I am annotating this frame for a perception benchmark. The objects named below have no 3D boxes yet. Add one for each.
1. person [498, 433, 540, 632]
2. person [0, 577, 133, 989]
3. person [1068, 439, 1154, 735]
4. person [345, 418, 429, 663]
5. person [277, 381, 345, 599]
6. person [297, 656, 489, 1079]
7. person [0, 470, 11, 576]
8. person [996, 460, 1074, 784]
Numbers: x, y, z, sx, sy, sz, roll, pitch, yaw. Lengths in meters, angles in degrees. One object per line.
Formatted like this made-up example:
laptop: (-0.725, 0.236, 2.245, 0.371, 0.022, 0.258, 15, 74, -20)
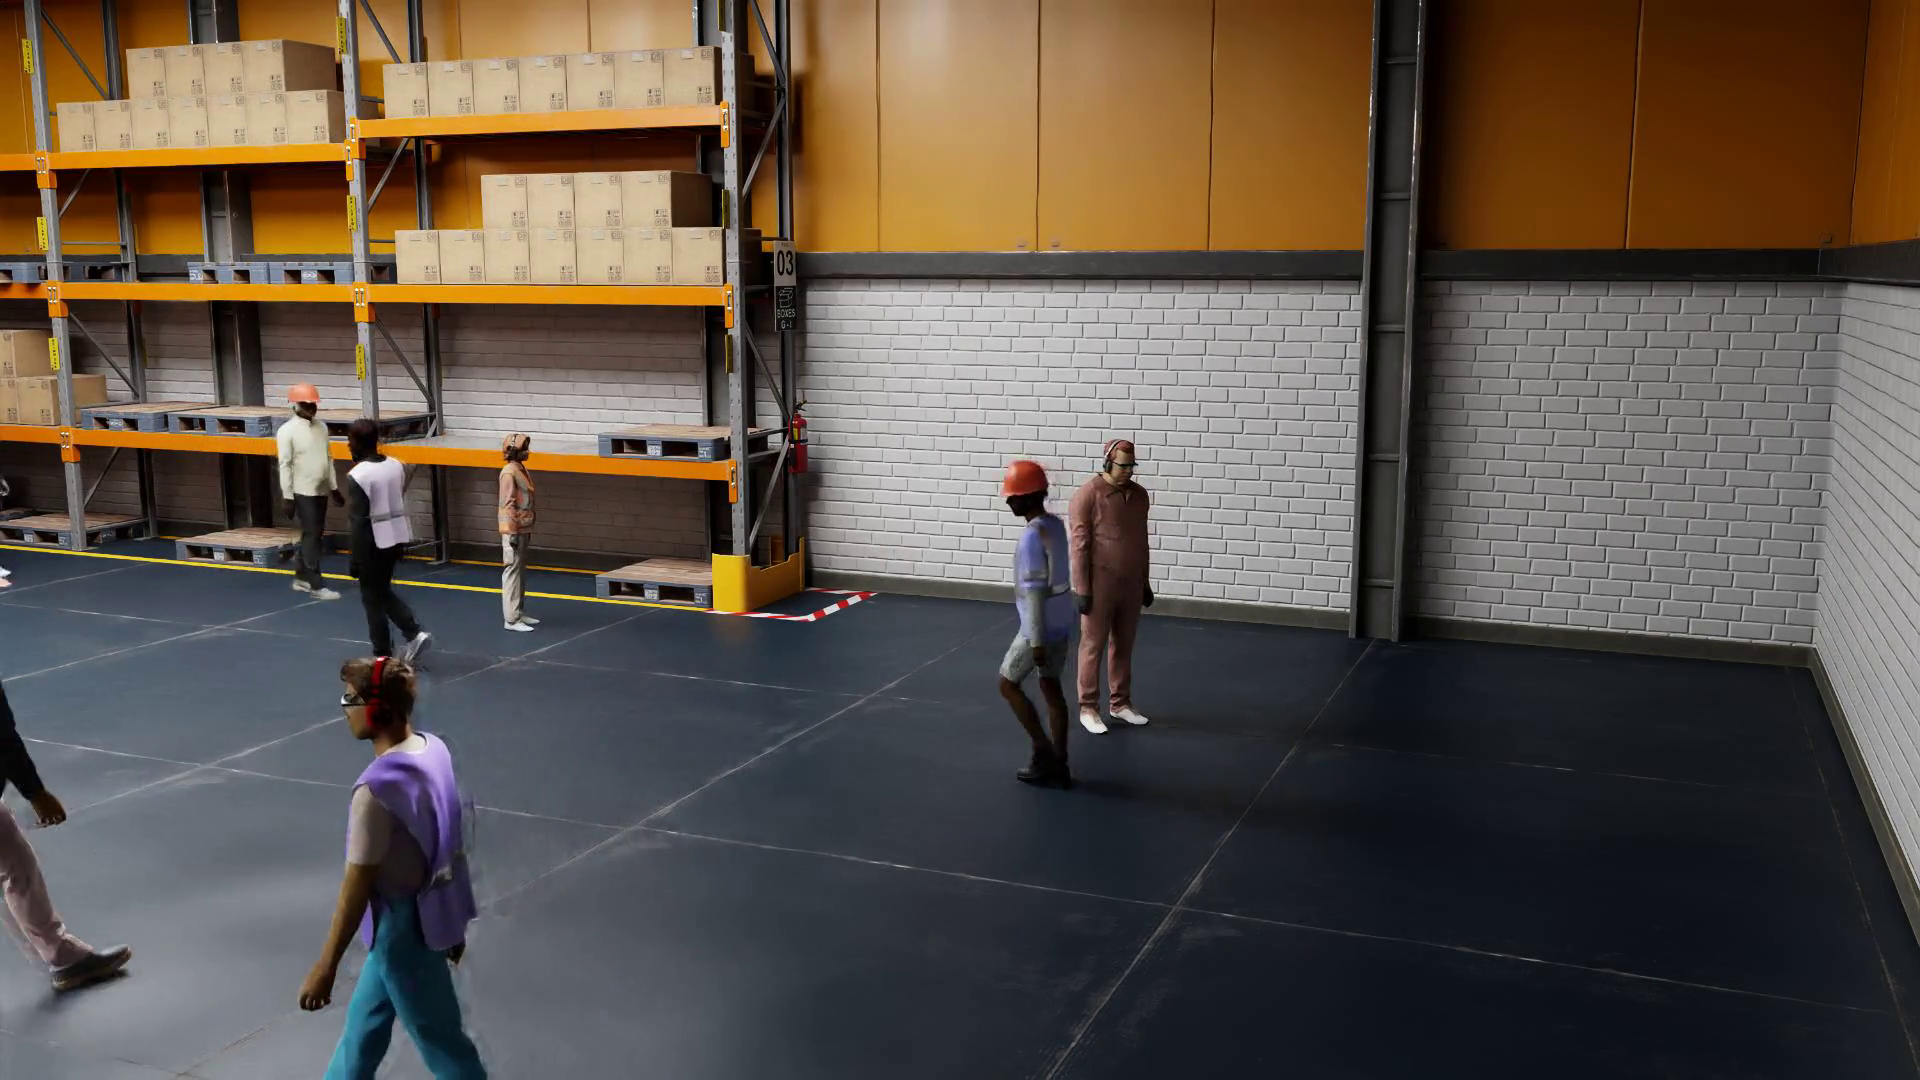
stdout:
person: (-3.660, -0.066, 13.759, 0.310, 1.638, 0.523, -1, 9, -4)
person: (-3.918, 0.979, 6.552, 1.072, 1.942, 0.605, -9, 13, -44)
person: (1.008, 0.292, 10.799, 0.638, 1.903, 0.408, -7, 12, -36)
person: (-4.278, 0.048, 12.273, 0.475, 1.900, 0.618, 2, 10, 14)
person: (-5.913, -0.459, 15.137, 0.556, 1.996, 0.622, 2, 10, 14)
person: (-1.866, 1.255, 5.268, 0.982, 1.796, 0.576, -1, 9, -4)
person: (-9.684, -0.576, 16.274, 0.893, 1.837, 0.514, 3, 10, 18)
person: (0.452, 0.487, 9.583, 0.454, 1.908, 0.572, 5, 10, 26)
